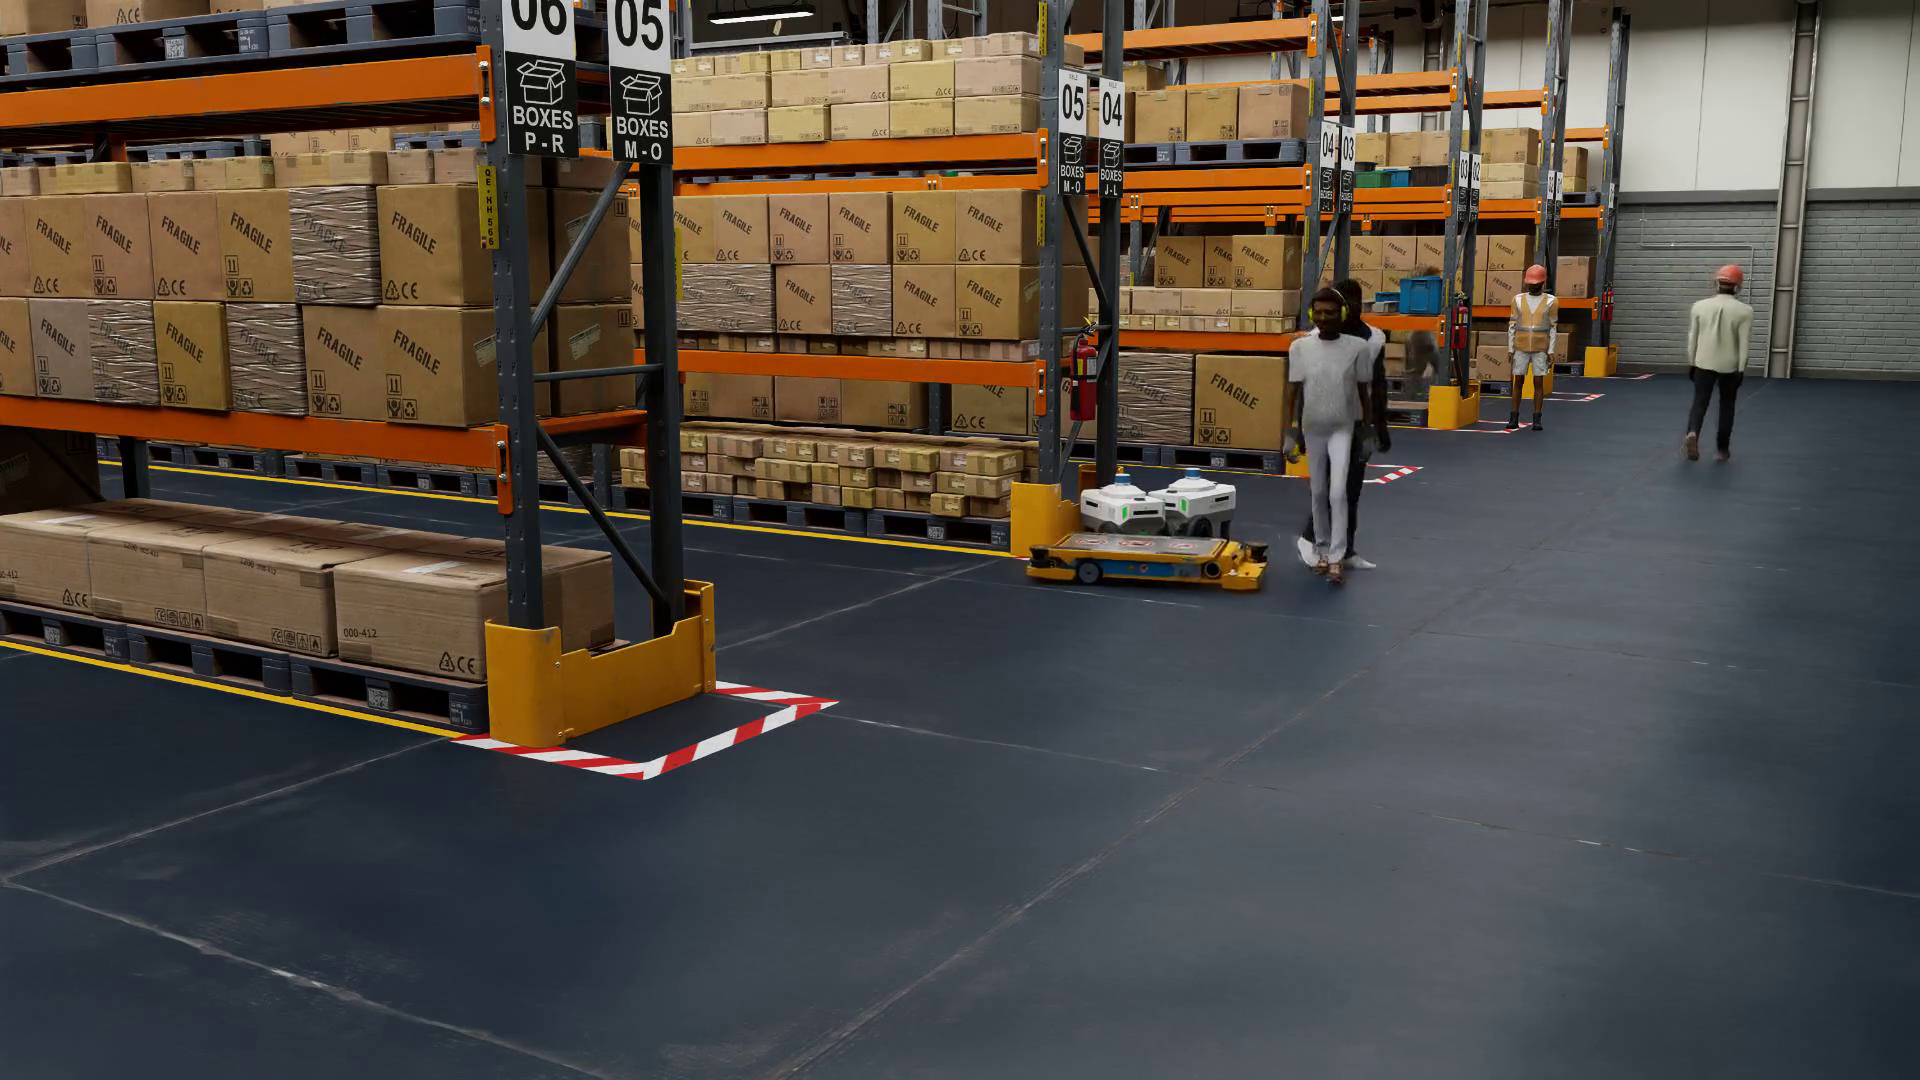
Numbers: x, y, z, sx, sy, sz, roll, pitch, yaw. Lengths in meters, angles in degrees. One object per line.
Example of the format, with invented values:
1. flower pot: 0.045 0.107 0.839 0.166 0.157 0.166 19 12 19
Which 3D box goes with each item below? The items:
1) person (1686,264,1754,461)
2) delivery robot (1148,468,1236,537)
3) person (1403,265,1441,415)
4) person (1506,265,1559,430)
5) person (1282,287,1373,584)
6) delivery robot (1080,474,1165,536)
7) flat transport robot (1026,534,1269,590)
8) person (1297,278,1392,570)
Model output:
1. person: 7.459 -1.737 16.403 0.605 1.961 0.875 7 12 35
2. delivery robot: 1.616 -0.259 11.569 0.477 0.478 0.707 8 13 40
3. person: 5.988 -2.519 21.101 0.686 1.916 0.634 5 11 28
4. person: 6.677 -2.240 19.430 0.543 1.928 0.373 4 11 23
5. person: 2.276 -0.640 10.337 0.519 1.826 0.900 4 10 21
6. delivery robot: 1.095 -0.206 11.261 0.477 0.478 0.707 -4 10 -21
7. flat transport robot: 1.189 0.120 10.457 1.431 0.197 0.652 3 10 16
8. person: 2.474 -0.734 10.737 0.584 1.892 0.441 -6 12 -33
